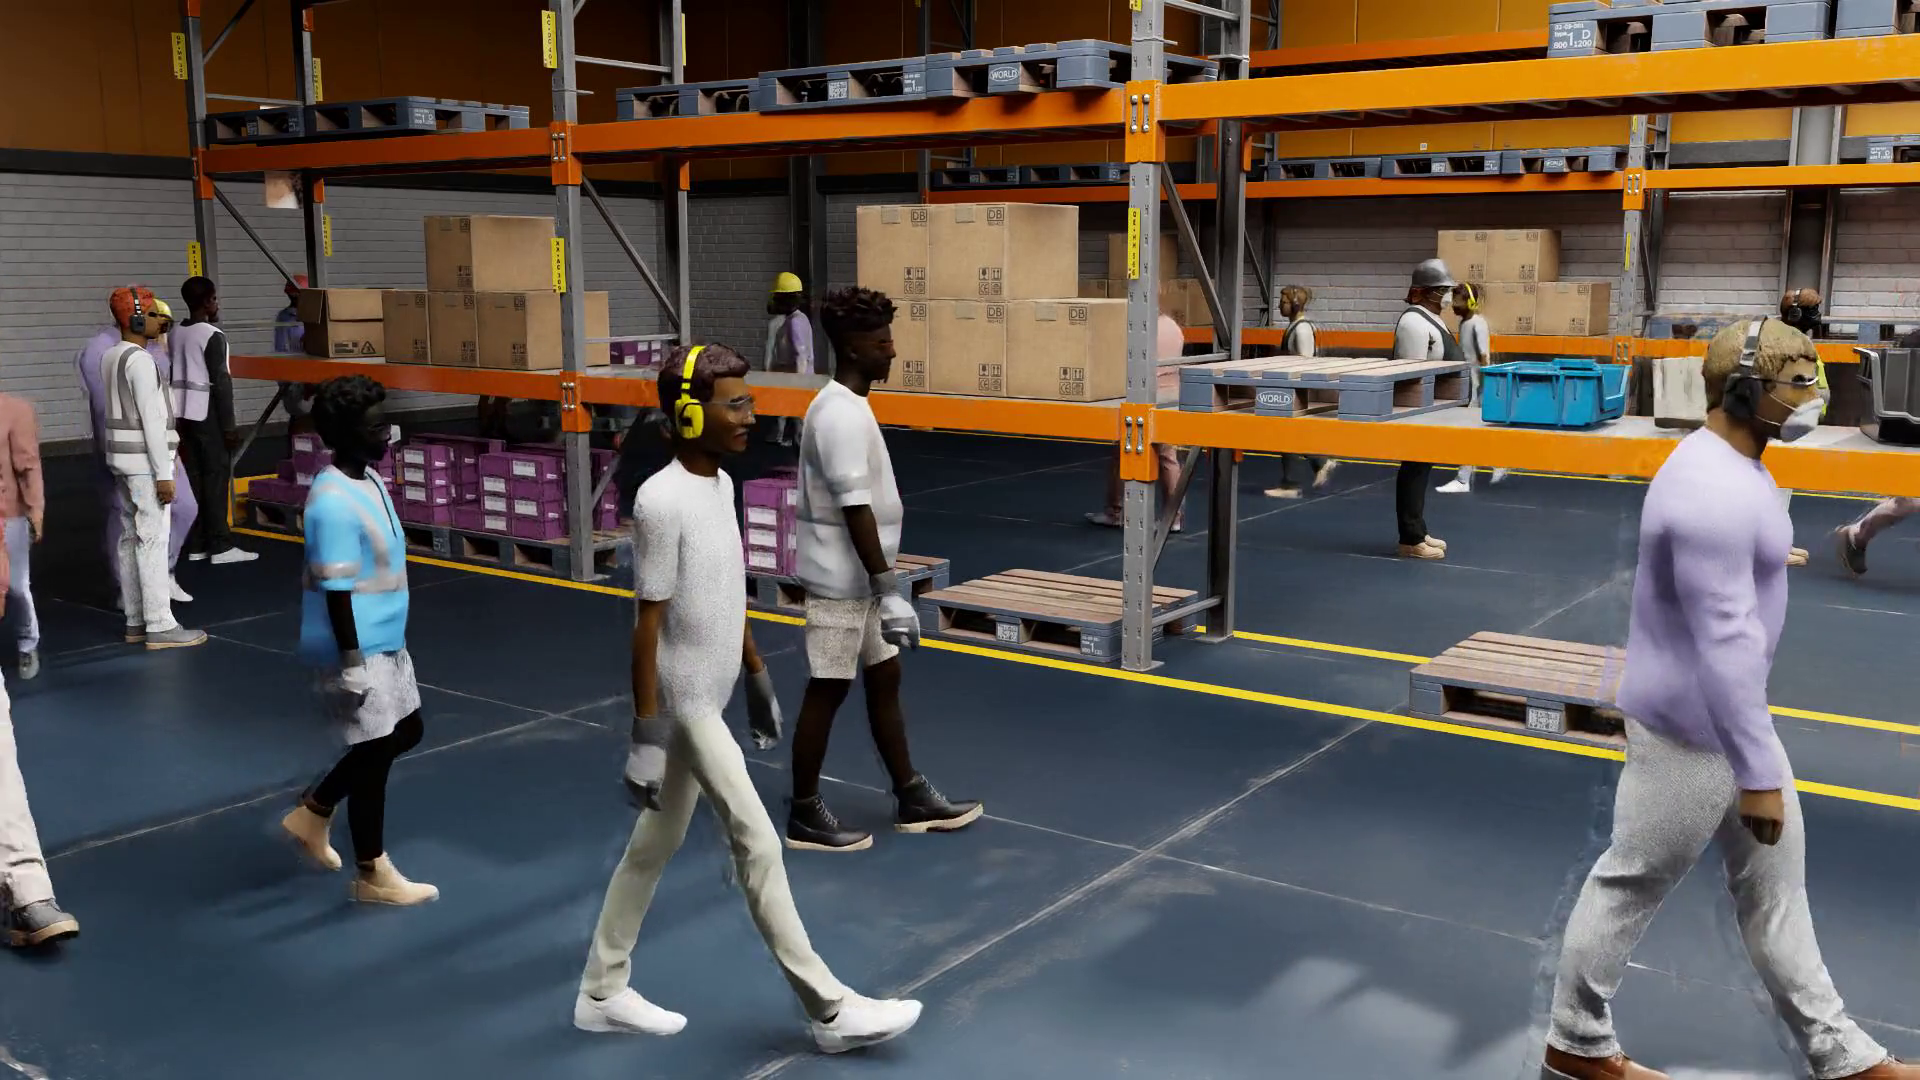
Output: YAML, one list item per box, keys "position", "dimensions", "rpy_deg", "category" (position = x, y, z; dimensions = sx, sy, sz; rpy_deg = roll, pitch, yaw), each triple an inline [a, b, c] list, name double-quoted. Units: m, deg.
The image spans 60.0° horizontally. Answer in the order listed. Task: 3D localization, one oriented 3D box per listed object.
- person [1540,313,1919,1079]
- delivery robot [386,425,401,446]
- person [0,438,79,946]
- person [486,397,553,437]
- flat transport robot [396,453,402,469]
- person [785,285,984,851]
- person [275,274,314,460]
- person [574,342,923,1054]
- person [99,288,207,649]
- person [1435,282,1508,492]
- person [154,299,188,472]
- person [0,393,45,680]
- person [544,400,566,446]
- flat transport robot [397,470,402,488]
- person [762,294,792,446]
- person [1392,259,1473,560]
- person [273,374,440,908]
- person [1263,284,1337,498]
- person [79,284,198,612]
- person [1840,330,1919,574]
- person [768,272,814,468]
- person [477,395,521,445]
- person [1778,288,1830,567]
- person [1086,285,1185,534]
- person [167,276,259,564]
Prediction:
- position: [1.830, 0.450, 3.779]
  dimensions: [0.966, 1.894, 0.663]
  rpy_deg: [6, 11, 30]
  category: "person"
- position: [-5.696, -0.979, 16.006]
  dimensions: [0.477, 0.478, 0.707]
  rpy_deg: [2, 10, 11]
  category: "delivery robot"
- position: [-2.987, 0.251, 4.807]
  dimensions: [0.989, 1.950, 0.634]
  rpy_deg: [7, 12, 36]
  category: "person"
- position: [-4.991, -2.063, 18.900]
  dimensions: [1.011, 1.860, 0.668]
  rpy_deg: [0, 10, -2]
  category: "person"
- position: [-5.056, -0.640, 15.110]
  dimensions: [0.652, 0.197, 1.431]
  rpy_deg: [-2, 10, -12]
  category: "flat transport robot"
- position: [-0.287, 0.113, 5.702]
  dimensions: [0.627, 1.960, 0.639]
  rpy_deg: [0, 10, 2]
  category: "person"
- position: [-6.135, -1.476, 15.257]
  dimensions: [0.513, 1.908, 0.685]
  rpy_deg: [-8, 12, -39]
  category: "person"
- position: [-0.587, 0.416, 4.215]
  dimensions: [0.961, 1.817, 0.551]
  rpy_deg: [1, 10, 6]
  category: "person"
- position: [-4.267, -0.371, 8.719]
  dimensions: [0.572, 1.883, 0.356]
  rpy_deg: [9, 13, 44]
  category: "person"
- position: [4.508, -1.316, 14.482]
  dimensions: [0.577, 1.837, 0.552]
  rpy_deg: [0, 10, 0]
  category: "person"
- position: [-5.545, -0.795, 11.609]
  dimensions: [0.528, 1.761, 0.346]
  rpy_deg: [-9, 13, -42]
  category: "person"
- position: [-4.527, -0.124, 7.719]
  dimensions: [0.519, 1.716, 0.830]
  rpy_deg: [-5, 11, -26]
  category: "person"
- position: [-3.744, -1.425, 15.841]
  dimensions: [0.800, 1.604, 0.543]
  rpy_deg: [7, 12, 37]
  category: "person"
- position: [-4.521, -0.484, 14.180]
  dimensions: [1.431, 0.197, 0.652]
  rpy_deg: [-3, 10, -16]
  category: "flat transport robot"
- position: [-2.004, -1.883, 18.233]
  dimensions: [0.758, 1.710, 0.496]
  rpy_deg: [6, 11, 32]
  category: "person"
- position: [3.232, -0.902, 11.413]
  dimensions: [0.537, 2.000, 0.678]
  rpy_deg: [4, 10, 20]
  category: "person"
- position: [-1.897, 0.327, 5.156]
  dimensions: [0.429, 1.680, 0.544]
  rpy_deg: [-1, 10, -8]
  category: "person"
- position: [2.906, -1.257, 14.158]
  dimensions: [0.532, 1.828, 0.531]
  rpy_deg: [1, 10, 7]
  category: "person"
- position: [-4.693, -0.506, 9.521]
  dimensions: [0.468, 1.892, 0.663]
  rpy_deg: [2, 10, 14]
  category: "person"
- position: [5.821, -0.635, 10.073]
  dimensions: [0.607, 1.963, 0.833]
  rpy_deg: [-2, 10, -13]
  category: "person"
- position: [-1.412, -1.279, 13.996]
  dimensions: [0.386, 1.926, 0.591]
  rpy_deg: [-1, 10, -7]
  category: "person"
- position: [-5.120, -2.004, 18.278]
  dimensions: [0.553, 1.935, 0.362]
  rpy_deg: [5, 11, 27]
  category: "person"
- position: [5.566, -0.756, 11.138]
  dimensions: [0.429, 1.844, 0.627]
  rpy_deg: [6, 11, 31]
  category: "person"
- position: [1.331, -0.996, 12.470]
  dimensions: [0.672, 1.871, 0.874]
  rpy_deg: [-9, 13, -43]
  category: "person"
- position: [-5.052, -0.794, 11.156]
  dimensions: [0.607, 1.924, 0.404]
  rpy_deg: [7, 12, 34]
  category: "person"
